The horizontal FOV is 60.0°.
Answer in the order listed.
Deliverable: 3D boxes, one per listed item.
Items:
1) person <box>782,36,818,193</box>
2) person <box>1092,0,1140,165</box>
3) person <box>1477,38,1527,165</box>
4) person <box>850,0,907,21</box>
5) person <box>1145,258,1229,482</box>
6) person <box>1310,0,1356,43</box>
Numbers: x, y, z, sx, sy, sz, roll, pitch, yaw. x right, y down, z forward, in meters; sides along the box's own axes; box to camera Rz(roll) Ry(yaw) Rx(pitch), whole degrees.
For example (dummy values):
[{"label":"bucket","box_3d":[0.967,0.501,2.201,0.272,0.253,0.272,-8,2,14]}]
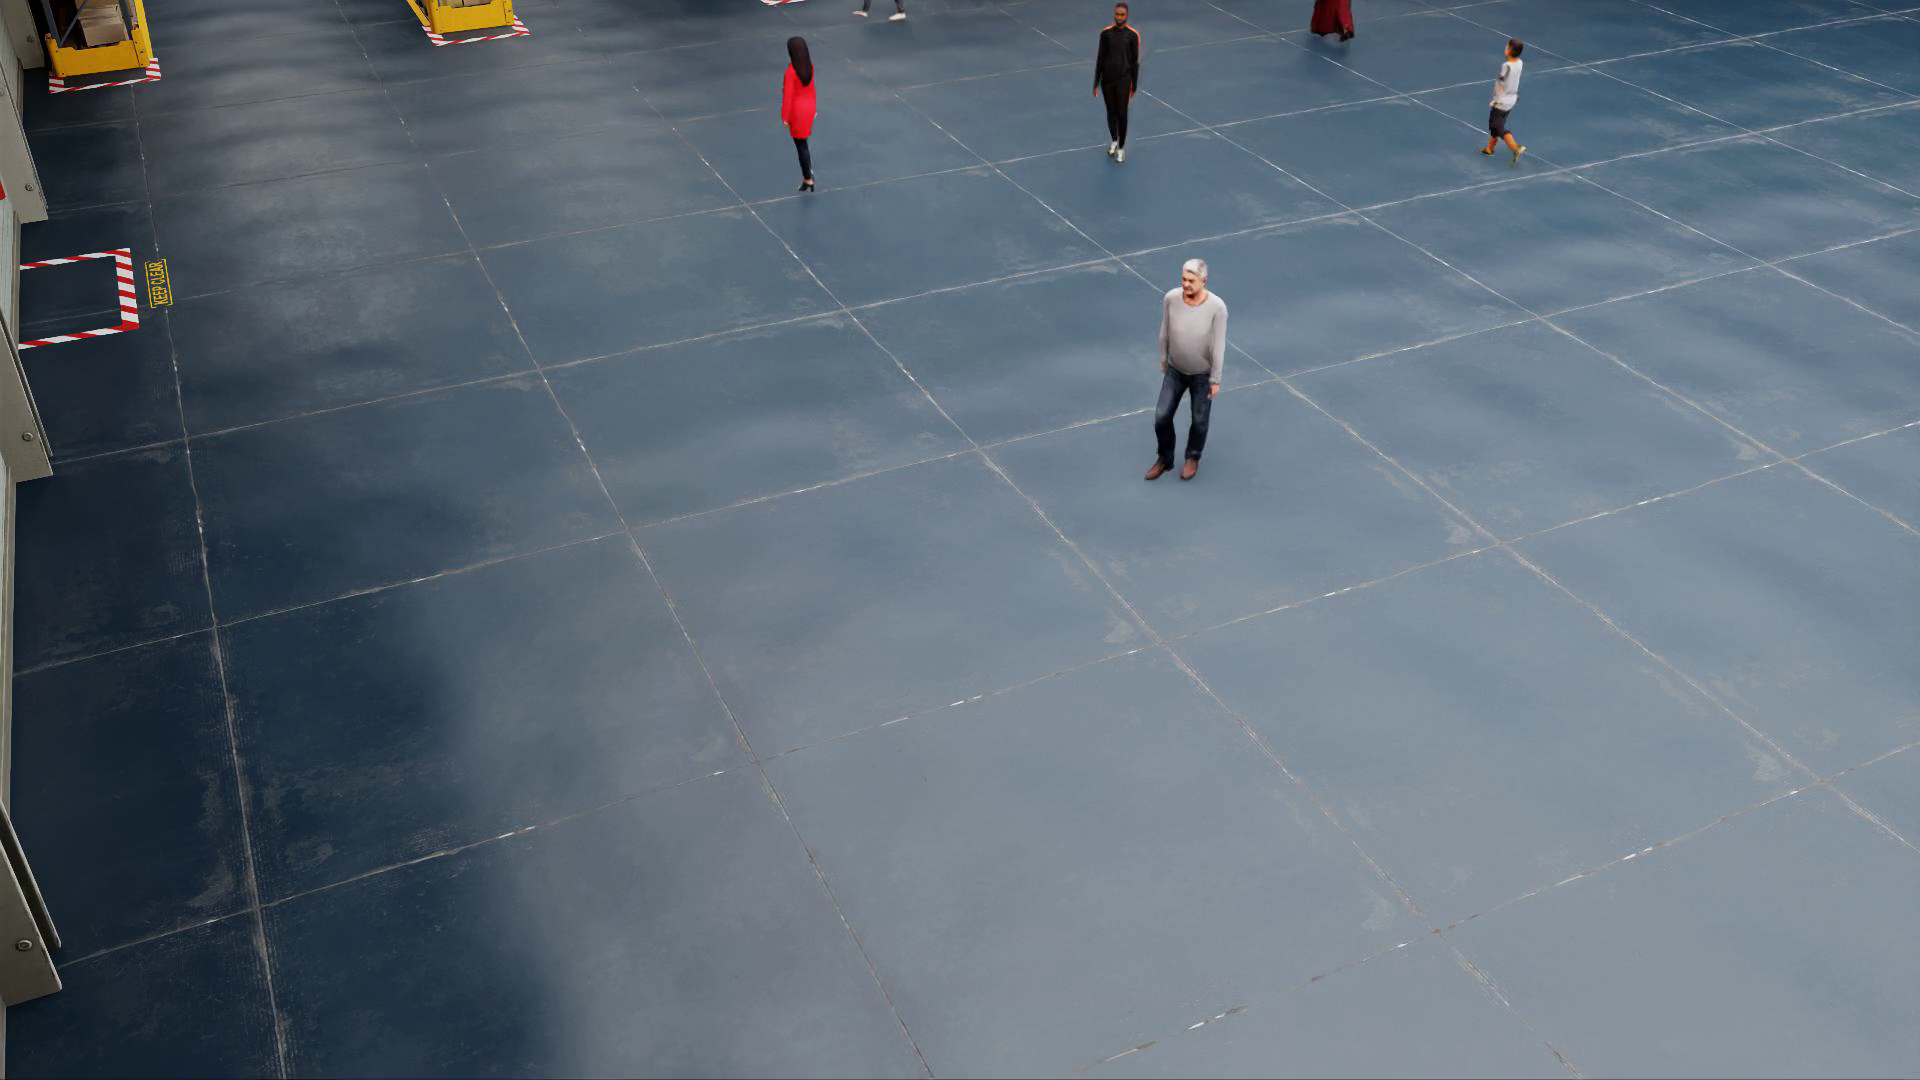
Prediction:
[{"label":"person","box_3d":[-1.686,-4.653,18.294,0.764,1.741,0.739,19,37,26]},{"label":"person","box_3d":[1.837,-5.348,19.325,0.914,1.782,0.985,10,34,15]},{"label":"person","box_3d":[6.369,-5.124,19.296,0.656,1.439,0.967,-19,38,-27]},{"label":"person","box_3d":[-1.013,-8.377,24.030,0.830,1.729,1.031,-6,34,-10]},{"label":"person","box_3d":[1.858,-1.371,13.110,0.911,1.891,0.982,16,36,23]},{"label":"person","box_3d":[5.298,-7.746,23.174,0.673,1.605,1.045,-12,35,-18]}]
